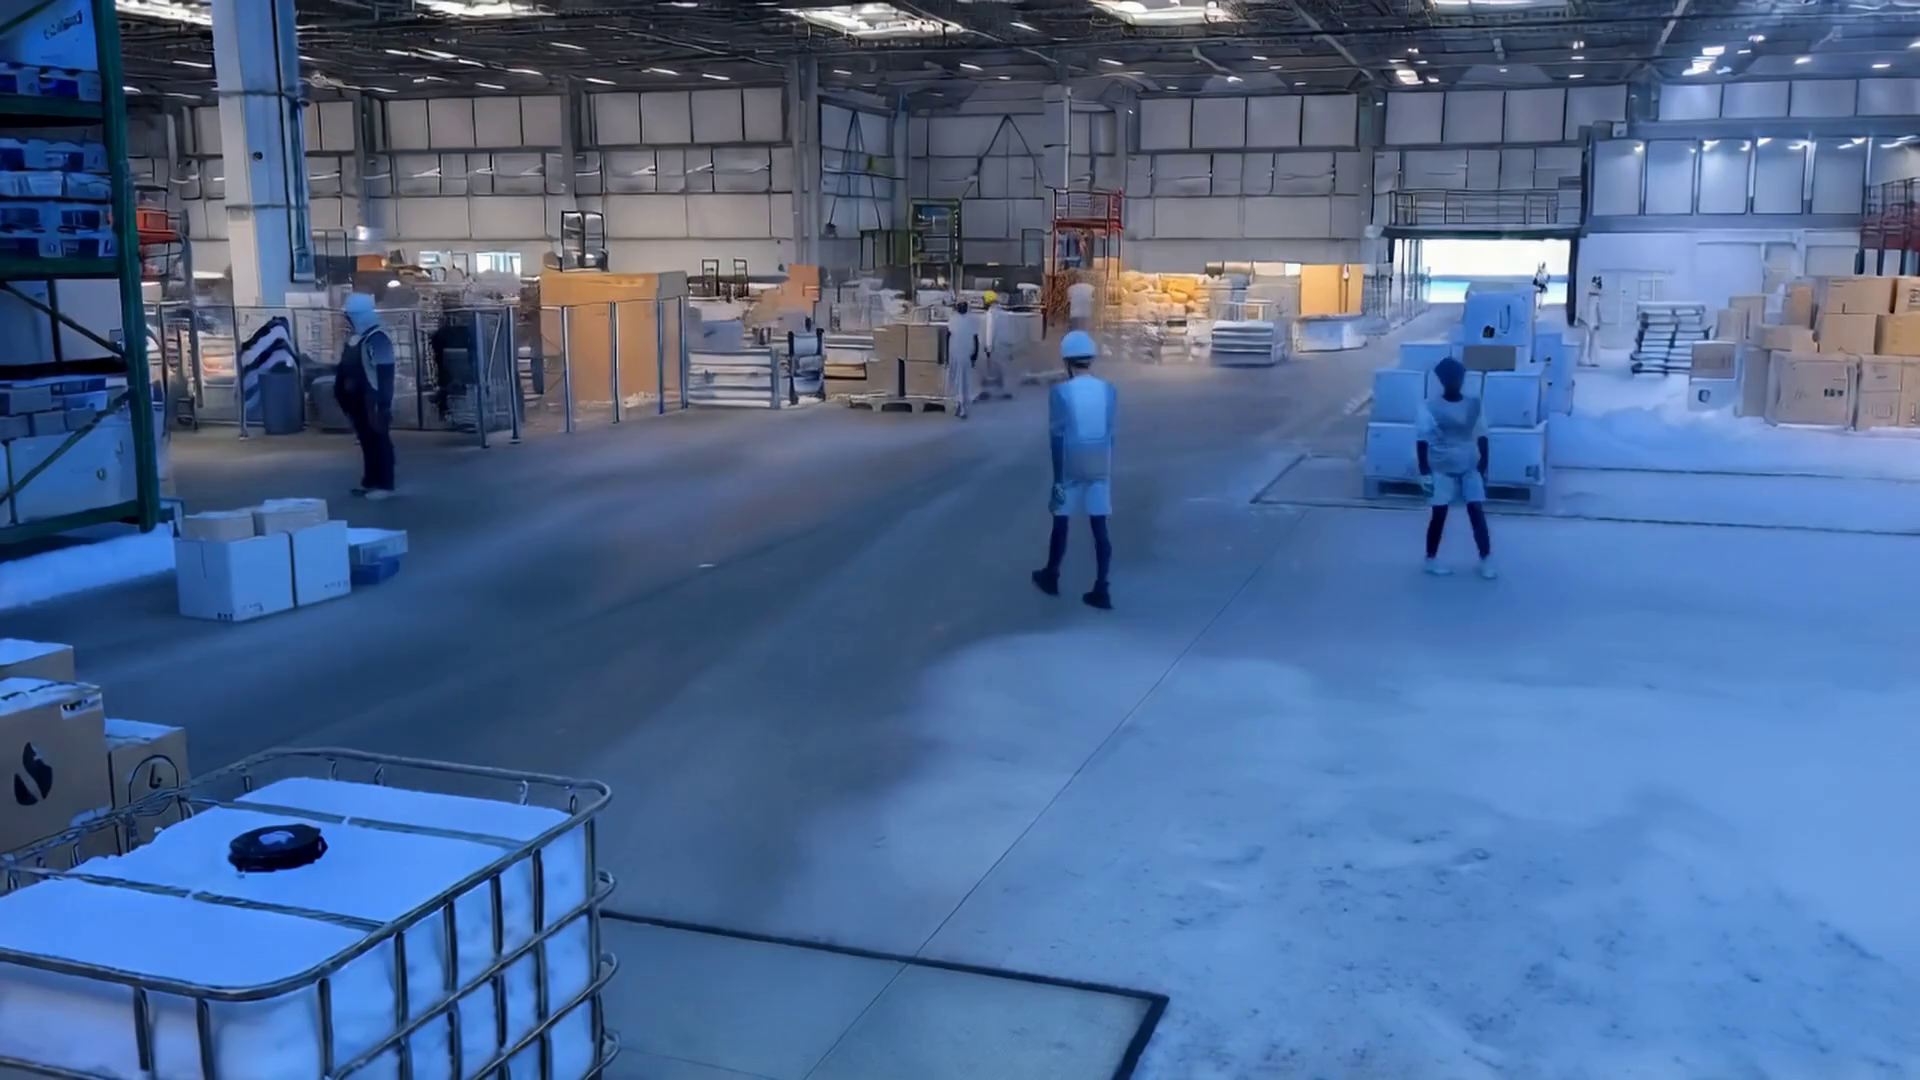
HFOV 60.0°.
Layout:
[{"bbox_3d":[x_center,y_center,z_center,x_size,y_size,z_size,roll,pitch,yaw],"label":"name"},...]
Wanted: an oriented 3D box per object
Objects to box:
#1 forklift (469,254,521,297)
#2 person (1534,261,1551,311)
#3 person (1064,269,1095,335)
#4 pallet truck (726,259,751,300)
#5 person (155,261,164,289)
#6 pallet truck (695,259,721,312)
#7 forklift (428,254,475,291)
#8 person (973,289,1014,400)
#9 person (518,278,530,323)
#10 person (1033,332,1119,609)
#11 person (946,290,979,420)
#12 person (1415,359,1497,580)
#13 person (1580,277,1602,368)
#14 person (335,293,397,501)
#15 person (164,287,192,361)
[{"bbox_3d":[-17.990,-10.121,64.684,1.157,1.987,2.680,3,11,17],"label":"forklift"},{"bbox_3d":[22.065,-9.618,63.043,0.587,1.882,0.341,3,11,18],"label":"person"},{"bbox_3d":[2.589,-4.841,35.856,0.619,1.994,1.051,-3,11,-18],"label":"person"},{"bbox_3d":[-7.986,-9.493,62.019,0.823,1.965,1.885,3,11,17],"label":"pallet truck"},{"bbox_3d":[-33.793,-10.895,70.405,0.408,1.831,0.573,1,10,3],"label":"person"},{"bbox_3d":[-9.165,-9.627,62.776,0.823,1.965,1.885,4,11,23],"label":"pallet truck"},{"bbox_3d":[-20.133,-10.254,65.465,1.157,1.987,2.680,3,11,19],"label":"forklift"},{"bbox_3d":[0.463,-3.158,26.942,0.933,1.778,0.626,5,11,24],"label":"person"},{"bbox_3d":[-9.962,-5.145,38.241,0.370,1.755,0.528,3,11,17],"label":"person"},{"bbox_3d":[0.815,-0.505,11.687,0.557,1.892,0.944,-4,11,-20],"label":"person"},{"bbox_3d":[0.014,-2.631,23.747,0.524,1.858,0.414,4,11,21],"label":"person"},{"bbox_3d":[3.723,-0.523,12.454,0.643,1.666,0.415,-1,10,-5],"label":"person"},{"bbox_3d":[12.872,-4.424,33.856,0.329,1.865,0.507,-2,10,-12],"label":"person"},{"bbox_3d":[-5.848,-1.402,16.330,0.535,2.000,0.686,-8,13,-39],"label":"person"},{"bbox_3d":[-15.837,-4.249,33.458,0.884,1.640,0.548,3,11,18],"label":"person"}]
